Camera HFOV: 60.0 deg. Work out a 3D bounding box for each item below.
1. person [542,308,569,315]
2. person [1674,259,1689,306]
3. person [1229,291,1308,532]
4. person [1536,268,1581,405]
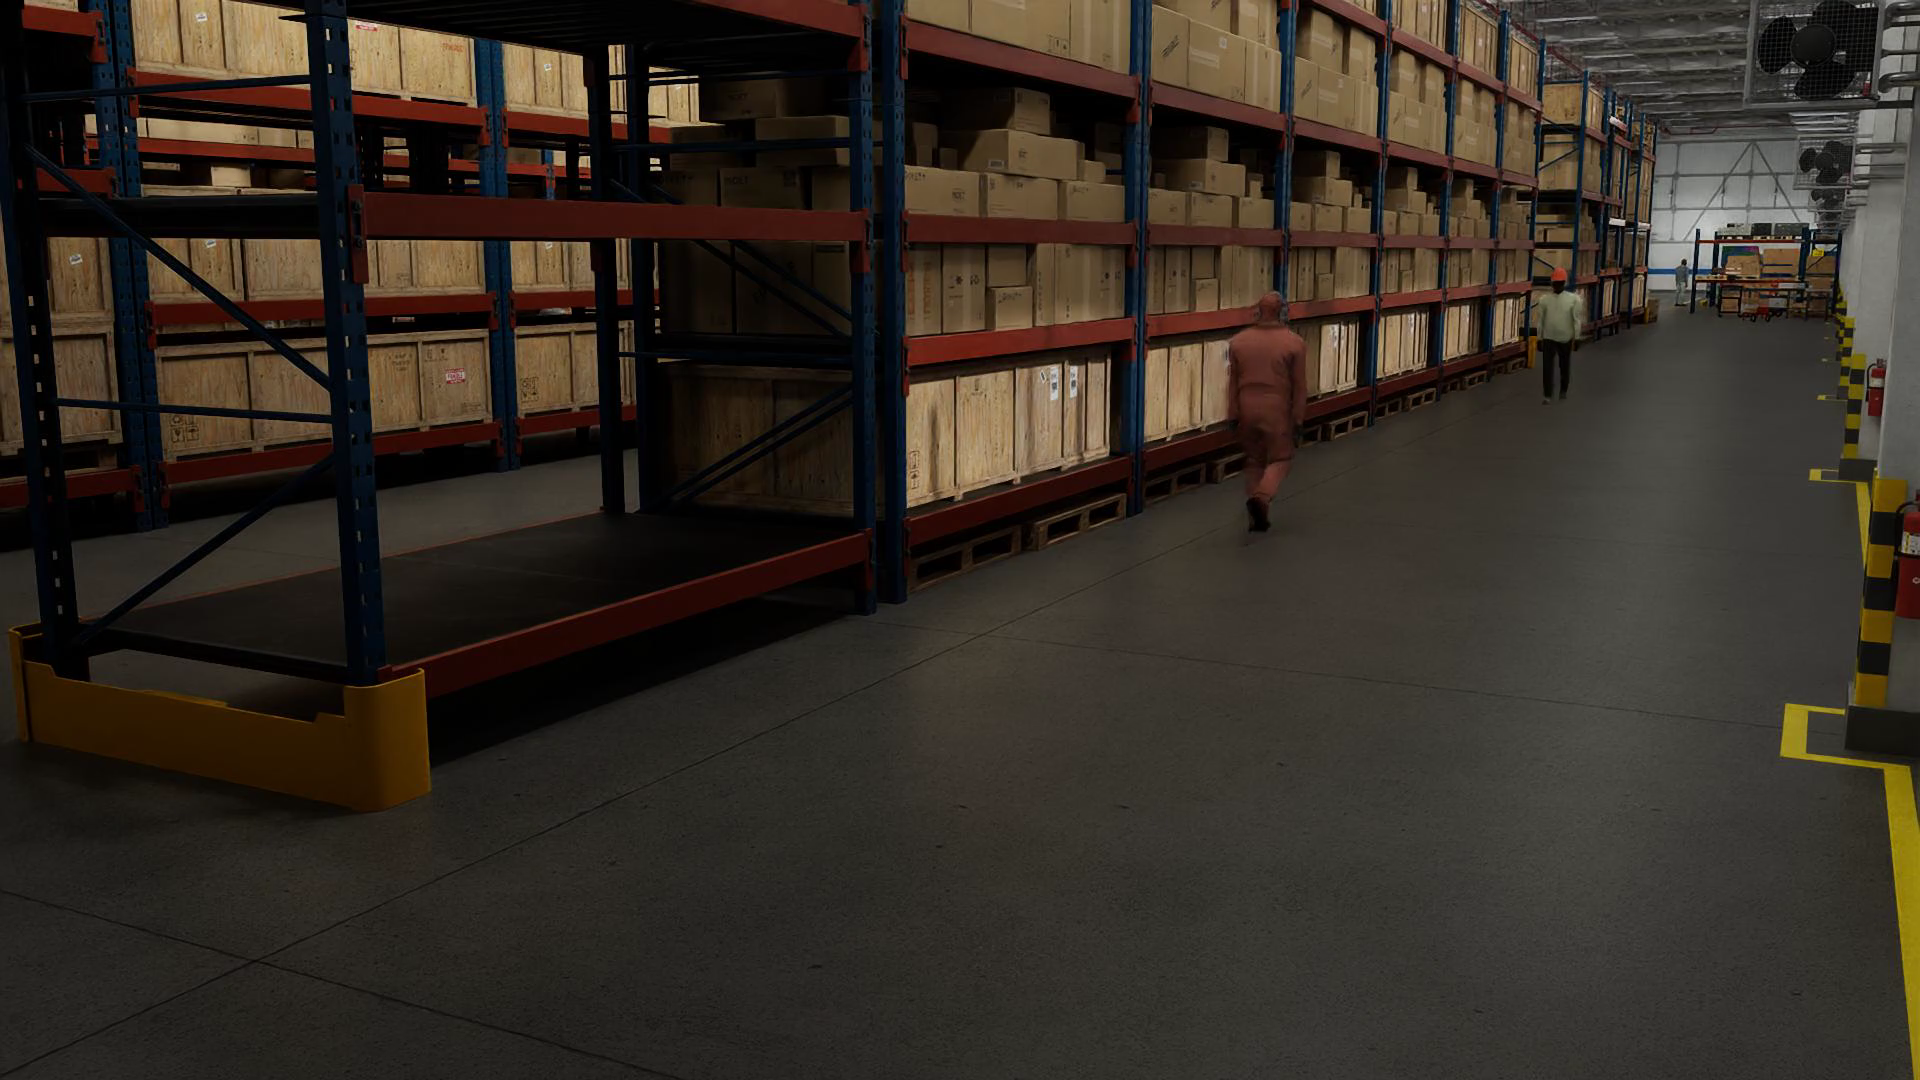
[{"bbox_3d":[-5.855,-2.810,24.003,0.495,1.713,0.837,5,11,28],"label":"person"},{"bbox_3d":[29.403,-10.478,67.765,0.367,1.931,0.630,-4,11,-23],"label":"person"},{"bbox_3d":[2.347,-0.966,12.828,0.651,1.890,0.611,7,12,33],"label":"person"},{"bbox_3d":[8.628,-2.937,23.983,0.622,1.968,0.802,5,11,28],"label":"person"}]
